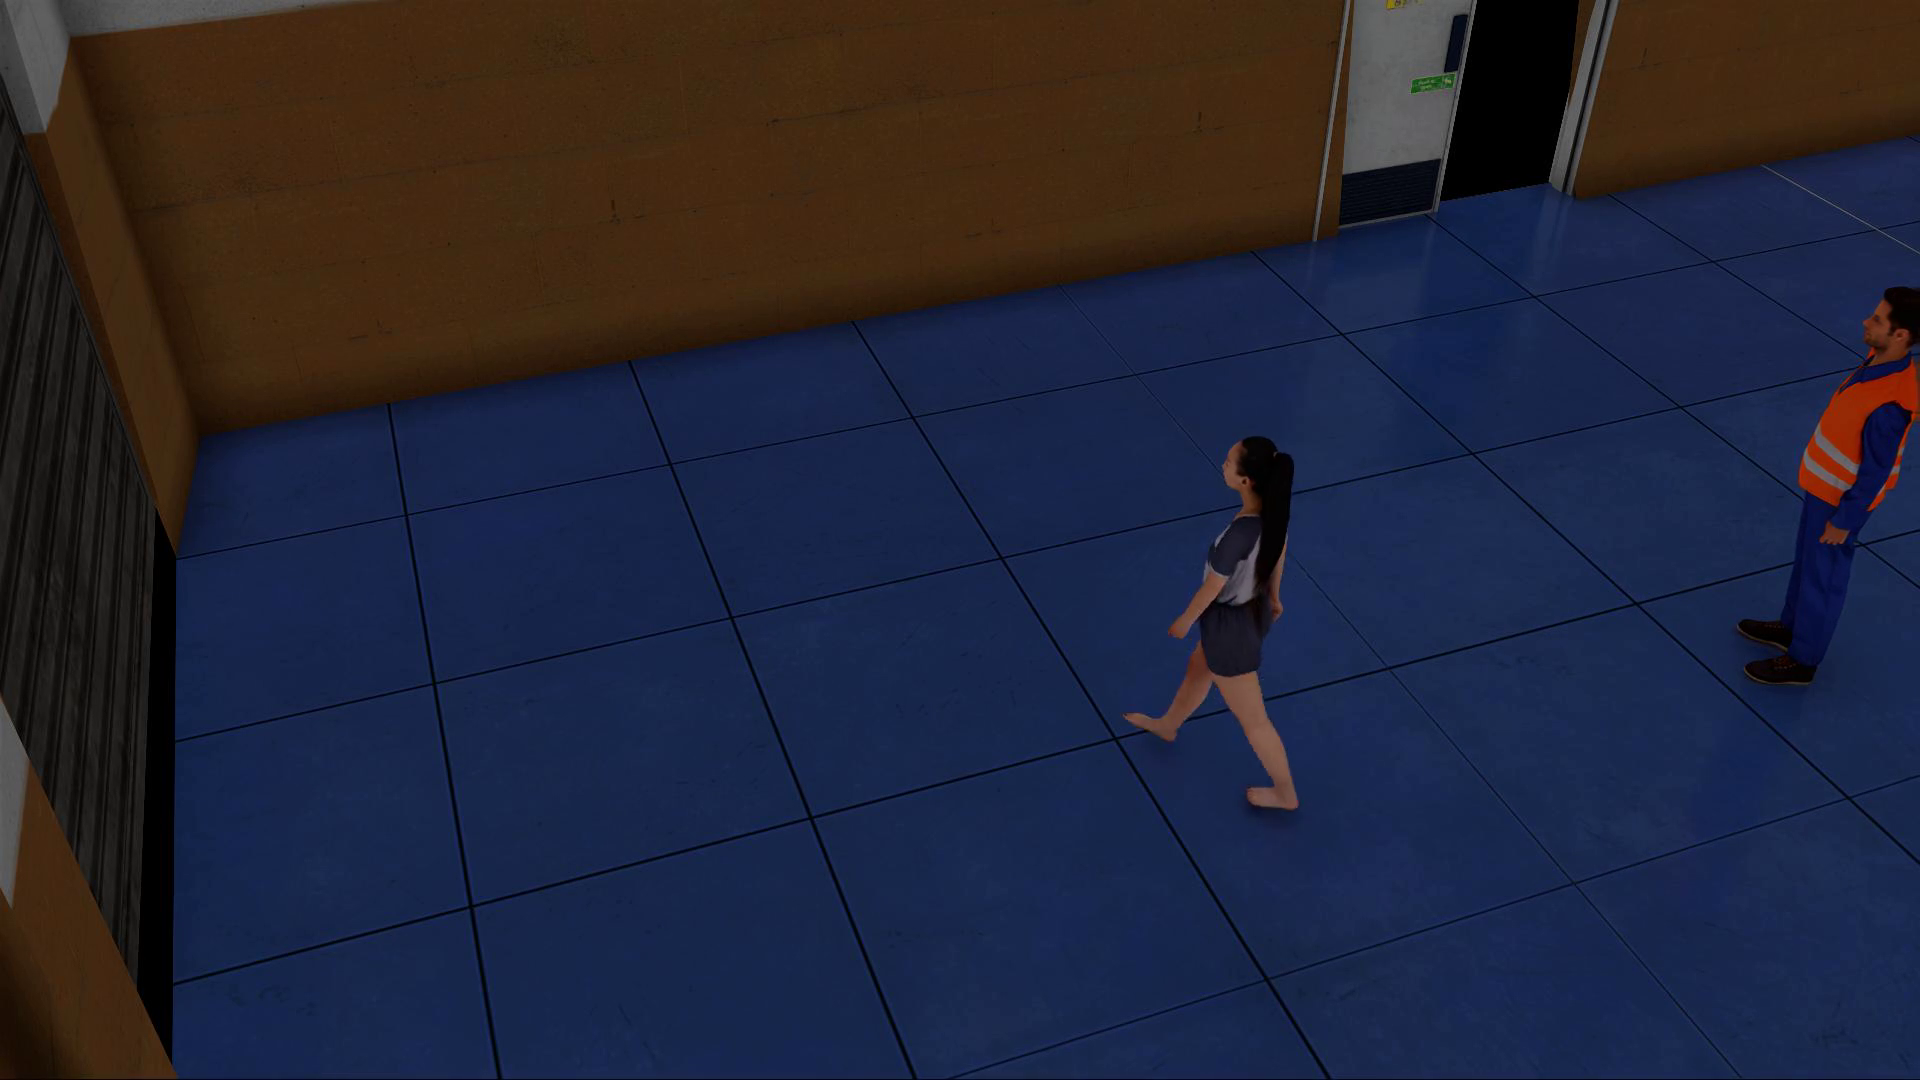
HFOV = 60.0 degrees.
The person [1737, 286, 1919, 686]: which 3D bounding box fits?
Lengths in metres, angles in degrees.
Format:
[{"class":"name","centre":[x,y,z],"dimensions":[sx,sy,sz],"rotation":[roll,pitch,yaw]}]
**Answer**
[{"class":"person","centre":[3.638,-0.197,6.860],"dimensions":[0.853,1.862,0.763],"rotation":[11,38,14]}]

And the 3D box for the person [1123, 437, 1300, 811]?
[{"class":"person","centre":[1.130,0.373,6.315],"dimensions":[1.118,1.605,1.010],"rotation":[19,41,24]}]
